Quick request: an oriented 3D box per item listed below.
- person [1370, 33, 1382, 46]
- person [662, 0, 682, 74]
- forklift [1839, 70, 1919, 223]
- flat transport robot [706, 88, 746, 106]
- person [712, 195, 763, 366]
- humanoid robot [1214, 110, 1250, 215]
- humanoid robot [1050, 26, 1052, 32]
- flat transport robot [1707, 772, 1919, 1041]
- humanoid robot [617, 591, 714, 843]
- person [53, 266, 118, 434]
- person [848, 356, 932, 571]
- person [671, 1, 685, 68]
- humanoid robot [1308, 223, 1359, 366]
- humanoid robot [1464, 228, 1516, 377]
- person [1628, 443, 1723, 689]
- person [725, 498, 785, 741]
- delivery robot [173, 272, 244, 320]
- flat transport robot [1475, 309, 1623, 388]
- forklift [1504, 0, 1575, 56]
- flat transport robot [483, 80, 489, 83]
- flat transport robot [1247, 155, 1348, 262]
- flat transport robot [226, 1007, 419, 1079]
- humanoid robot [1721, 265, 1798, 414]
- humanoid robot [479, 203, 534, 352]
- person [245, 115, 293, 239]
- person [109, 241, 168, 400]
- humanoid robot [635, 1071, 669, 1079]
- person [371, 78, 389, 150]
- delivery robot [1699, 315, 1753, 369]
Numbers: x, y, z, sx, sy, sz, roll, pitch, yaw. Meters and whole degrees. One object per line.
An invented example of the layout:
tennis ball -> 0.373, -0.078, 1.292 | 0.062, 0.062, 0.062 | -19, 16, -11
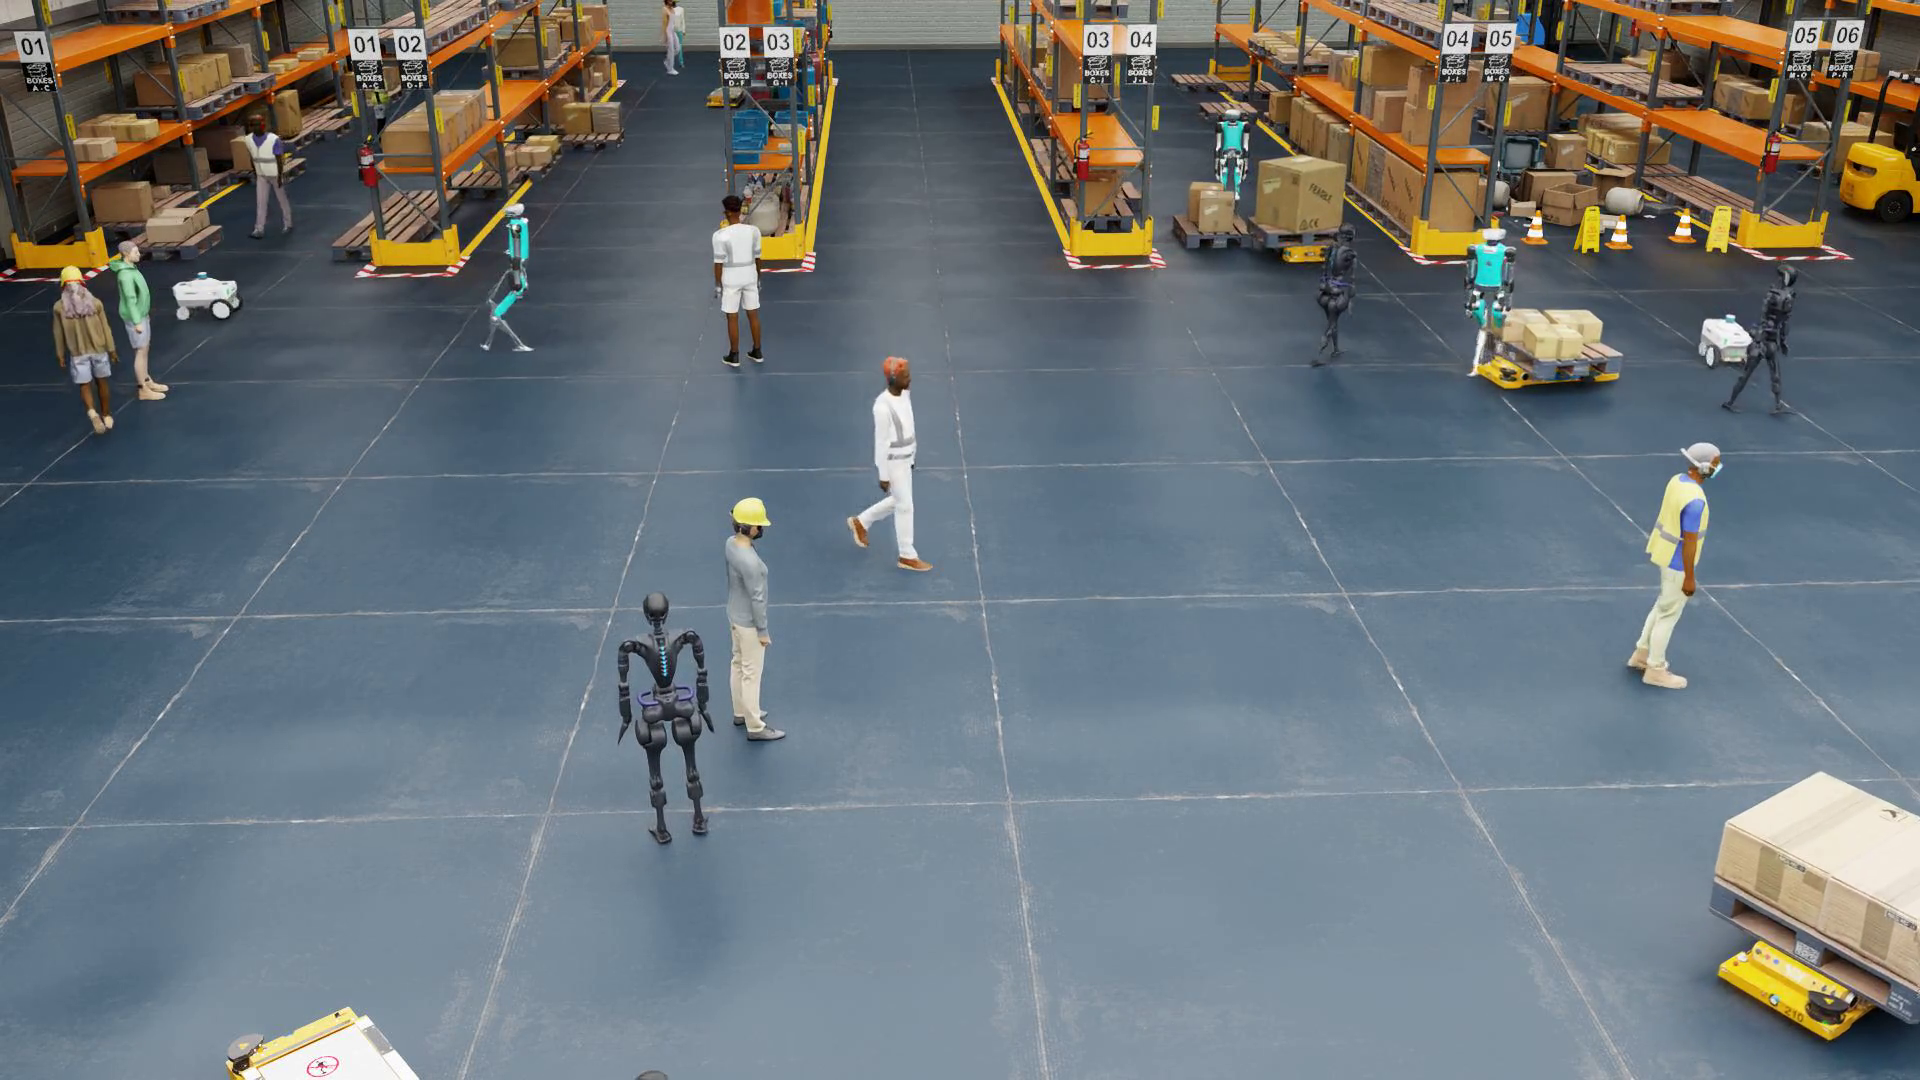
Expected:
person -> 10.506, -13.013, 41.850 | 0.465, 1.782, 0.621 | -3, 24, -7
person -> -6.870, -12.037, 39.578 | 0.458, 1.844, 0.547 | 8, 25, 17
forklift -> 15.132, -6.143, 25.915 | 2.313, 2.155, 1.214 | -1, 24, -2
flat transport robot -> -5.046, -9.567, 35.969 | 0.659, 0.231, 1.431 | 1, 24, 1
person -> -2.546, -2.977, 19.094 | 0.601, 1.957, 0.382 | -15, 28, -31
humanoid robot -> 4.093, -5.531, 25.182 | 0.547, 1.846, 0.767 | 4, 24, 9
humanoid robot -> 2.558, -12.747, 41.327 | 0.543, 1.744, 1.005 | -15, 28, -30
flat transport robot -> 4.972, 2.292, 9.322 | 1.431, 0.231, 0.659 | -15, 28, -31
humanoid robot -> -1.826, 1.084, 10.288 | 0.599, 1.657, 0.315 | -8, 25, -17
person -> -8.909, -1.913, 16.969 | 0.551, 1.742, 0.663 | -13, 27, -27
person -> -0.600, -0.657, 13.998 | 0.745, 1.867, 0.586 | 8, 25, 17
person -> -6.940, -12.378, 40.445 | 0.523, 1.768, 0.308 | -9, 26, -19
humanoid robot -> 4.307, -2.831, 19.126 | 0.702, 1.634, 0.597 | -13, 27, -26
humanoid robot -> 5.955, -2.672, 18.700 | 0.581, 1.805, 0.834 | 11, 26, 23
person -> 5.200, 0.177, 12.085 | 0.397, 1.887, 0.541 | 4, 24, 9
person -> -1.431, 0.539, 11.430 | 0.325, 1.759, 0.523 | -11, 26, -23
delivery robot -> -9.526, -3.086, 21.056 | 0.791, 0.595, 0.499 | -2, 24, -4
flat transport robot -> 6.656, -1.941, 18.834 | 1.431, 0.231, 0.659 | -5, 25, -12
forklift -> 14.700, -13.805, 42.301 | 1.873, 2.768, 1.129 | -1, 24, -2
flat transport robot -> -10.377, -10.830, 38.807 | 0.659, 0.231, 1.431 | 13, 27, 26
flat transport robot -> 4.863, -4.277, 24.082 | 0.659, 0.231, 1.431 | -3, 24, -7
flat transport robot -> -3.037, 2.794, 8.195 | 0.659, 0.231, 1.431 | -20, 31, -37
humanoid robot -> 8.504, -2.095, 17.477 | 0.590, 1.631, 0.634 | -17, 29, -33
humanoid robot -> -5.415, -3.003, 19.513 | 0.833, 1.857, 0.560 | -2, 24, -5
person -> -10.294, -5.374, 24.660 | 0.592, 1.797, 0.944 | 4, 24, 8
person -> -8.916, -2.384, 18.032 | 0.320, 1.733, 0.478 | -7, 25, -15
humanoid robot -> -1.112, 2.797, 6.463 | 0.412, 1.647, 0.598 | 21, 32, 39
person -> -10.815, -8.169, 31.069 | 0.317, 1.695, 0.539 | -4, 24, -8
delivery robot -> 8.897, -2.301, 19.293 | 0.499, 0.596, 0.775 | 1, 24, 2
